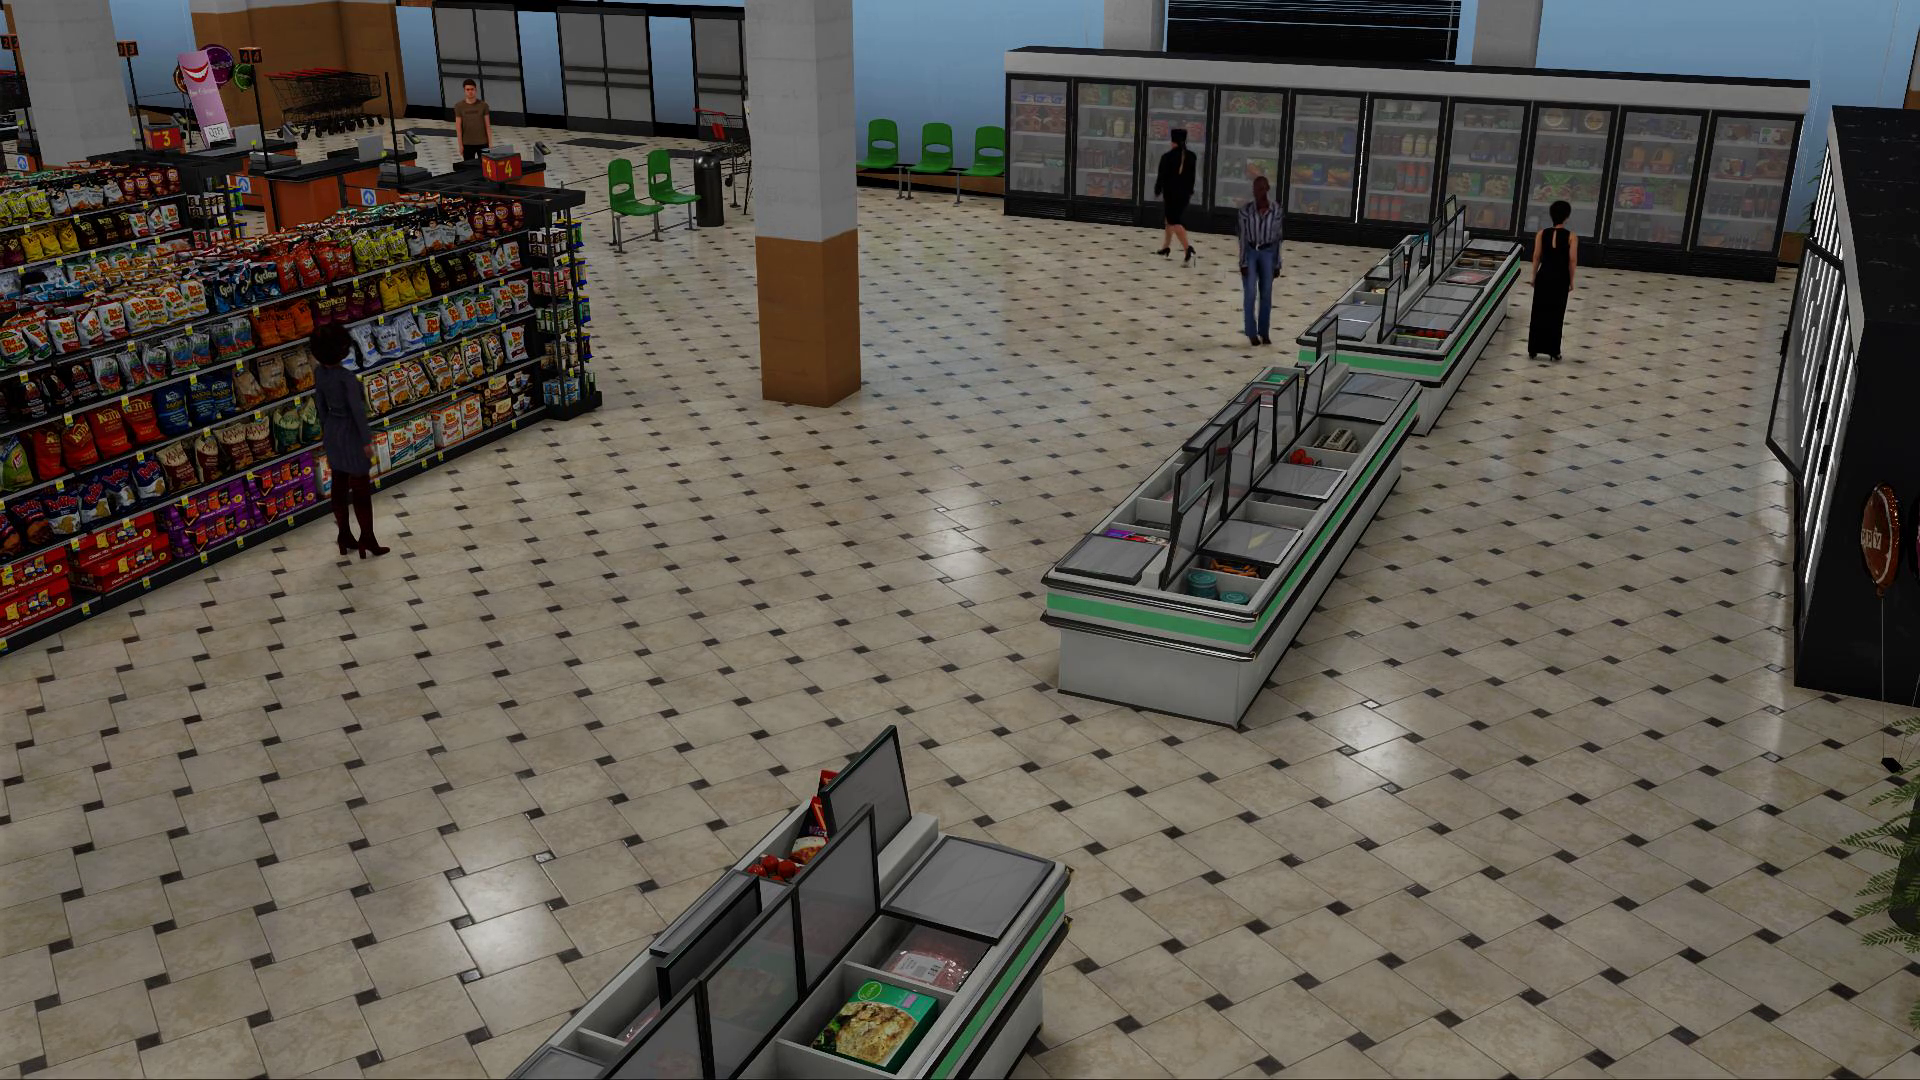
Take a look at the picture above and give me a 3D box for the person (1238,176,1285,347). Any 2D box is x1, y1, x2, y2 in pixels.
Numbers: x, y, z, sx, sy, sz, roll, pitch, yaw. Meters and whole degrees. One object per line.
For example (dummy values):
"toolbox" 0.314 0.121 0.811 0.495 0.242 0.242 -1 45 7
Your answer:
"person" 3.036 -2.870 17.192 0.787 1.770 0.828 -5 23 -13

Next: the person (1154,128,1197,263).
"person" 2.747 -4.290 20.900 1.111 1.642 1.092 -13 26 -30

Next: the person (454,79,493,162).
"person" -7.121 -5.819 24.424 0.731 1.852 0.806 -9 24 -22

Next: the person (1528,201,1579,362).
"person" 5.963 -2.605 16.757 0.602 1.604 0.544 13 25 30

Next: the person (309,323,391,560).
"person" -4.397 -0.705 11.885 0.598 1.710 0.538 13 25 29
